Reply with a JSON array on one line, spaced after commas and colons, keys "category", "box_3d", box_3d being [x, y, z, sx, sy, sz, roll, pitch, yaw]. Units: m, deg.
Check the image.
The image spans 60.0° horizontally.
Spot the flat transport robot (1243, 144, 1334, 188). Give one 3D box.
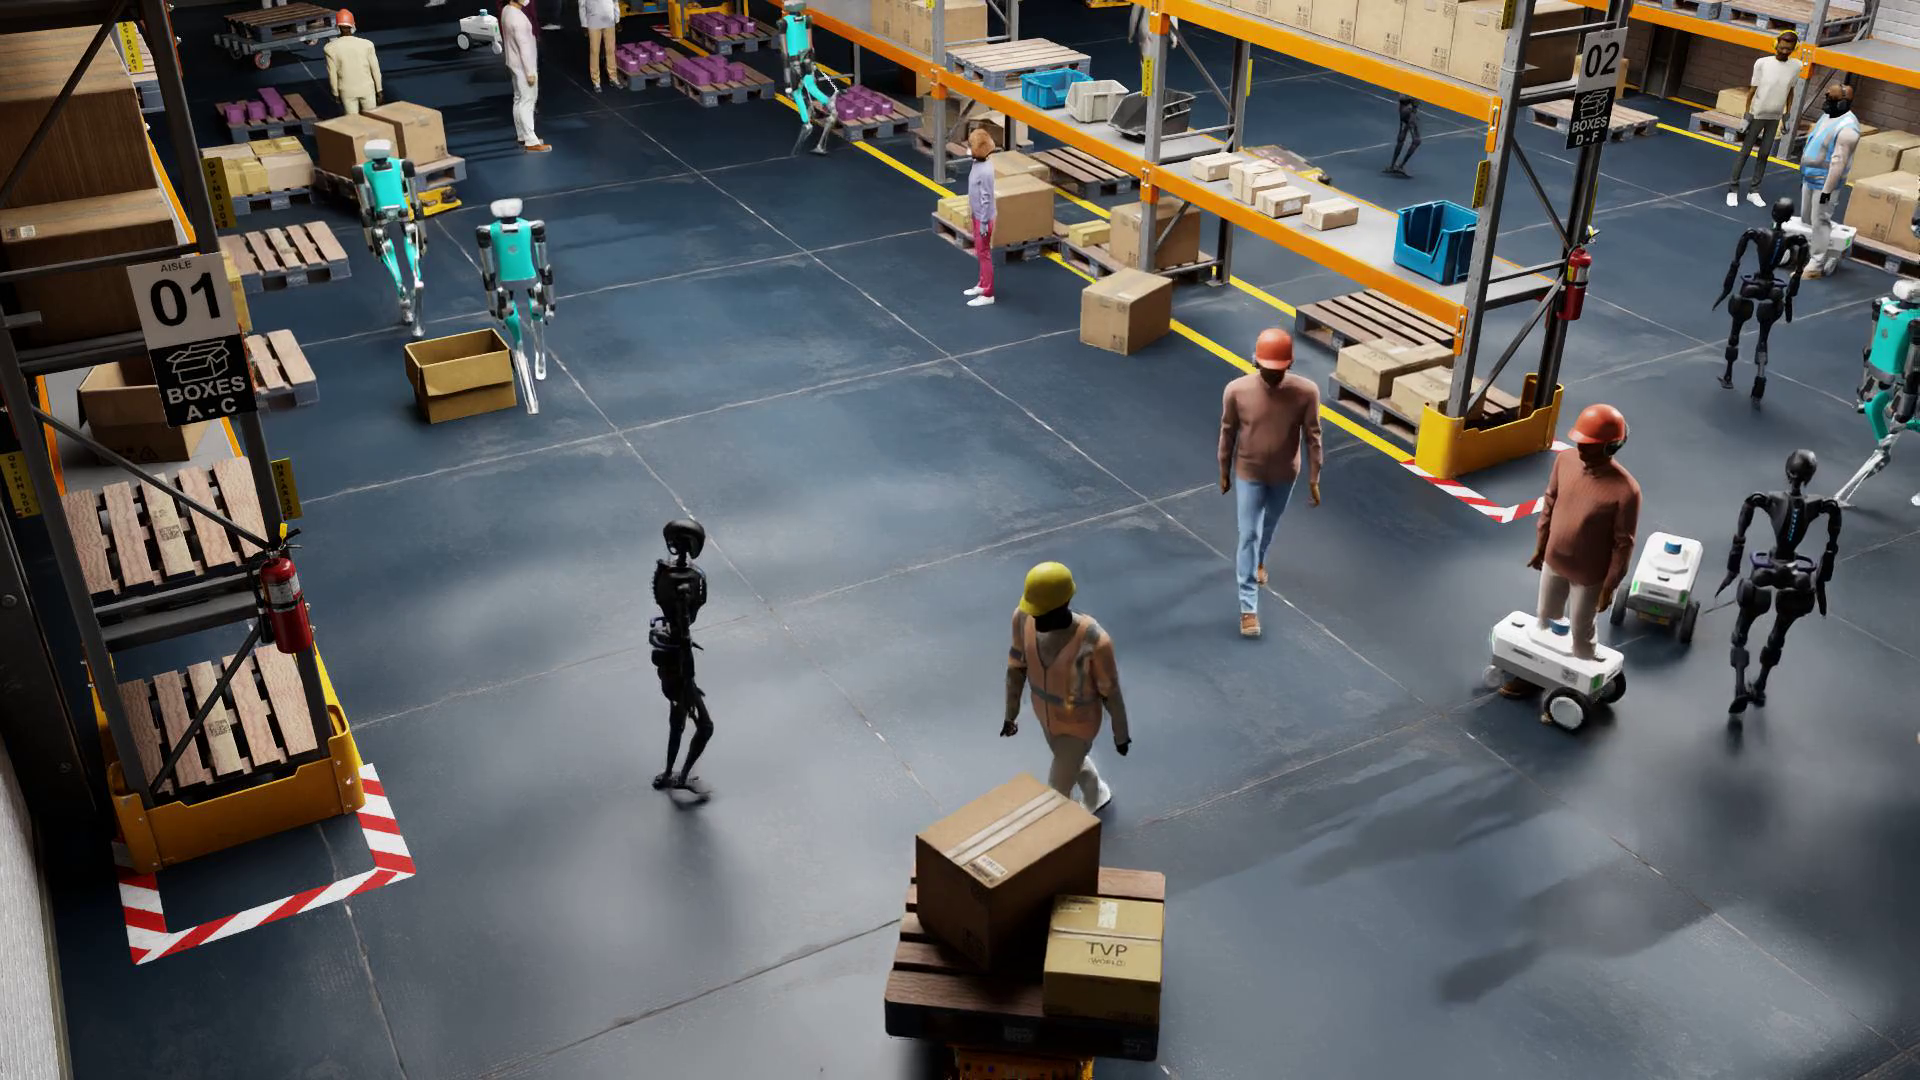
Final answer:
[{"category": "flat transport robot", "box_3d": [3.544, -4.126, 18.593, 0.659, 0.231, 1.431, -9, 31, -16]}]

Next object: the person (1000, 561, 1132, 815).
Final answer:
[{"category": "person", "box_3d": [0.538, 0.858, 8.326, 0.620, 1.858, 0.997, 25, 38, 37]}]

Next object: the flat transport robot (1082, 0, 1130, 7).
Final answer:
[{"category": "flat transport robot", "box_3d": [2.193, -8.794, 26.718, 0.659, 0.231, 1.431, -7, 31, -12]}]

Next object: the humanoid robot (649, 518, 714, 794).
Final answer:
[{"category": "humanoid robot", "box_3d": [-1.506, 0.629, 8.912, 0.392, 1.641, 0.613, -7, 31, -11]}]

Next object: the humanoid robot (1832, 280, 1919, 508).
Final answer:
[{"category": "humanoid robot", "box_3d": [6.760, -0.995, 11.712, 1.012, 1.778, 0.530, -4, 30, -7]}]

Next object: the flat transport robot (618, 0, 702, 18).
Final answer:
[{"category": "flat transport robot", "box_3d": [-4.806, -8.356, 25.956, 1.431, 0.231, 0.659, -12, 32, -19]}]

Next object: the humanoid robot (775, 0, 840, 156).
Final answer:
[{"category": "humanoid robot", "box_3d": [-1.676, -5.234, 19.079, 0.835, 1.783, 0.548, 21, 36, 32]}]

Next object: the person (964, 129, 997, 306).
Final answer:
[{"category": "person", "box_3d": [0.191, -2.943, 15.172, 0.284, 1.628, 0.500, -4, 30, -8]}]

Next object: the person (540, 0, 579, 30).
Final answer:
[{"category": "person", "box_3d": [-5.884, -8.537, 24.738, 0.837, 1.803, 0.568, -9, 31, -16]}]

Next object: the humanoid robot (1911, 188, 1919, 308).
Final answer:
[{"category": "humanoid robot", "box_3d": [8.798, -2.748, 14.765, 0.541, 1.847, 0.672, 1, 30, 3]}]

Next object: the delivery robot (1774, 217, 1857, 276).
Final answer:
[{"category": "delivery robot", "box_3d": [8.276, -2.922, 16.226, 0.784, 0.612, 0.503, 19, 35, 29]}]

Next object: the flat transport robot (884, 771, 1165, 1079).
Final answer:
[{"category": "flat transport robot", "box_3d": [0.317, 2.112, 7.733, 0.659, 0.231, 1.431, 4, 30, 7]}]

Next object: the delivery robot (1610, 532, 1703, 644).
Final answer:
[{"category": "delivery robot", "box_3d": [4.515, 0.263, 10.659, 0.499, 0.589, 0.790, 15, 33, 25]}]

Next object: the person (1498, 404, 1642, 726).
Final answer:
[{"category": "person", "box_3d": [3.487, 0.138, 9.440, 0.393, 1.993, 0.612, -14, 33, -23]}]

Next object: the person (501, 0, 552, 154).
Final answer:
[{"category": "person", "box_3d": [-5.068, -5.474, 19.266, 0.352, 1.936, 0.632, -15, 33, -24]}]

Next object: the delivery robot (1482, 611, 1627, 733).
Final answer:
[{"category": "delivery robot", "box_3d": [3.518, 0.717, 9.846, 0.739, 0.566, 0.499, 26, 39, 38]}]

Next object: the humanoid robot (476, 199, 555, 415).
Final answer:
[{"category": "humanoid robot", "box_3d": [-3.540, -1.981, 13.420, 0.530, 1.777, 0.999, -7, 31, -12]}]

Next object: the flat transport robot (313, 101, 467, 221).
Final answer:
[{"category": "flat transport robot", "box_3d": [-6.087, -3.736, 17.913, 1.431, 0.231, 0.659, 22, 36, 33]}]

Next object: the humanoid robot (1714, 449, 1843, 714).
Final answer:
[{"category": "humanoid robot", "box_3d": [4.695, 0.263, 9.541, 0.597, 1.639, 0.492, 9, 31, 16]}]

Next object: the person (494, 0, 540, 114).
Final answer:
[{"category": "person", "box_3d": [-5.512, -6.326, 20.777, 0.500, 1.906, 0.960, -6, 30, -11]}]

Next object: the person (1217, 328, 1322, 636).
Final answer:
[{"category": "person", "box_3d": [1.942, -0.442, 10.505, 0.619, 1.947, 1.017, 0, 30, 0]}]

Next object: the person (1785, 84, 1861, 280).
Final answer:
[{"category": "person", "box_3d": [8.149, -3.391, 15.753, 0.431, 1.835, 0.618, 1, 30, 2]}]

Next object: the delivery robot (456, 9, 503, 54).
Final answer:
[{"category": "delivery robot", "box_3d": [-6.790, -7.273, 23.787, 0.802, 0.598, 0.499, 14, 33, 23]}]

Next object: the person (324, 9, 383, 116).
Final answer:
[{"category": "person", "box_3d": [-6.811, -5.093, 18.784, 0.571, 1.750, 0.329, -11, 32, -18]}]

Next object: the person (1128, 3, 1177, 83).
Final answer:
[{"category": "person", "box_3d": [2.430, -6.418, 21.004, 0.590, 1.854, 0.985, -1, 30, -1]}]

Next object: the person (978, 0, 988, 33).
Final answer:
[{"category": "person", "box_3d": [0.103, -6.691, 21.430, 0.409, 1.894, 0.662, -18, 34, -28]}]

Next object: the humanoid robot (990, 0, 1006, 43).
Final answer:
[{"category": "humanoid robot", "box_3d": [0.649, -7.636, 23.289, 0.356, 1.649, 0.592, 14, 33, 24]}]

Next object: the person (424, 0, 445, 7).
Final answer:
[{"category": "person", "box_3d": [-8.399, -9.183, 26.032, 0.539, 1.614, 0.536, -23, 37, -34]}]

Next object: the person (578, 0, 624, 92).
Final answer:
[{"category": "person", "box_3d": [-4.671, -6.753, 21.674, 0.571, 1.748, 0.340, -20, 35, -30]}]

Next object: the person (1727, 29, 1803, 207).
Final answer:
[{"category": "person", "box_3d": [8.514, -4.443, 17.545, 0.517, 1.865, 0.333, 2, 30, 3]}]

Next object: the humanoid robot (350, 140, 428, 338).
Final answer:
[{"category": "humanoid robot", "box_3d": [-4.853, -2.518, 14.358, 0.547, 1.753, 1.033, -10, 31, -17]}]

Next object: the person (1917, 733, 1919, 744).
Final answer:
[{"category": "person", "box_3d": [5.769, 0.357, 9.100, 0.601, 1.956, 0.381, 19, 35, 30]}]

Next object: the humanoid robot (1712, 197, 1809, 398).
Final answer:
[{"category": "humanoid robot", "box_3d": [6.430, -1.941, 13.391, 0.609, 1.642, 0.583, 6, 30, 10]}]

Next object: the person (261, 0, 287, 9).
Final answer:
[{"category": "person", "box_3d": [-10.233, -8.531, 24.688, 0.430, 1.838, 0.618, 18, 35, 29]}]

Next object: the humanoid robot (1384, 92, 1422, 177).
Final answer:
[{"category": "humanoid robot", "box_3d": [5.017, -4.850, 18.450, 0.377, 1.641, 0.609, 5, 30, 9]}]
